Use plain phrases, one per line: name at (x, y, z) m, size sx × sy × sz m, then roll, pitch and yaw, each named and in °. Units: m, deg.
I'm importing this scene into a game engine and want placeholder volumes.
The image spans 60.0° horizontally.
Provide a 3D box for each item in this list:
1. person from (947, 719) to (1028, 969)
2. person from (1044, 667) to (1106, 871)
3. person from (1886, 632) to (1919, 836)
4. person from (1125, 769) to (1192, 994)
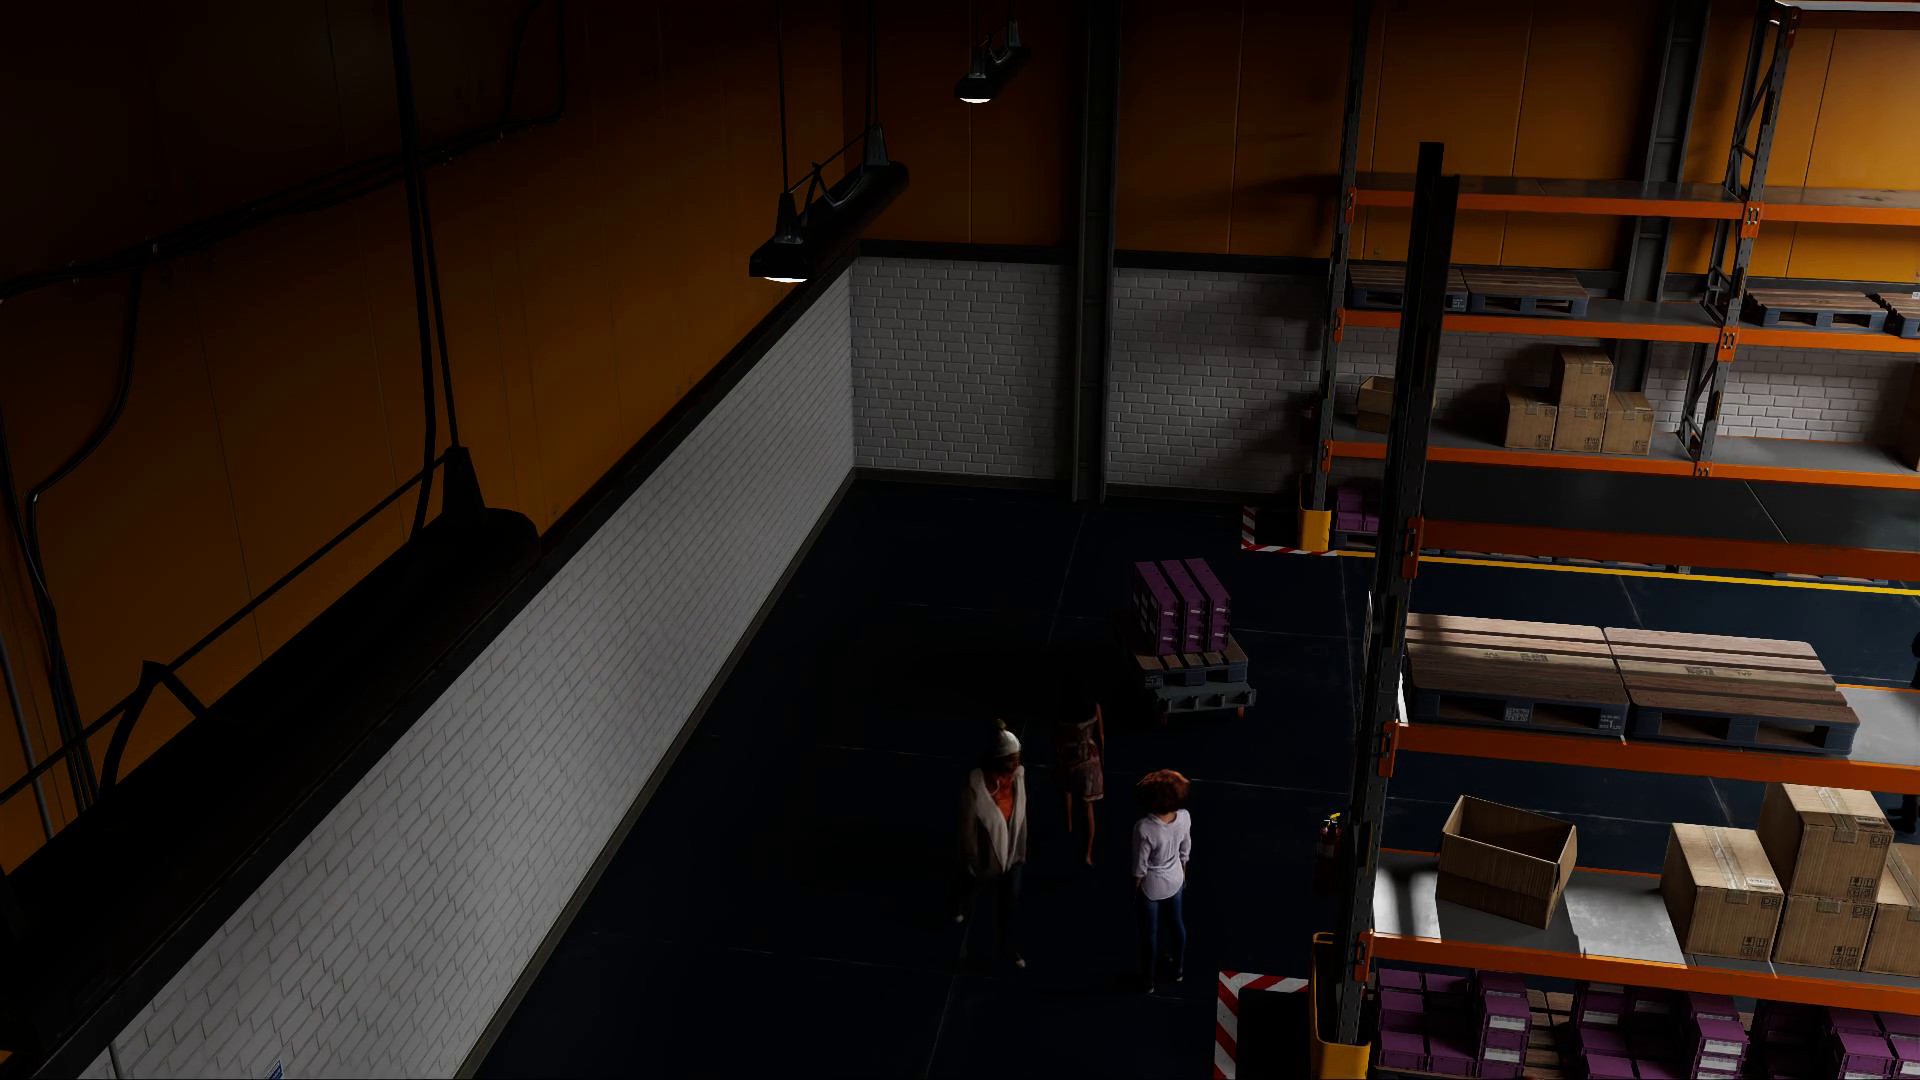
person at (0.185, 2.124, 12.025) m, size 1.212 × 1.858 × 1.183 m, roll -10°, pitch 26°, yaw -23°
person at (0.924, 1.809, 13.065) m, size 1.152 × 1.604 × 0.907 m, roll -2°, pitch 24°, yaw -5°
person at (7.788, 1.595, 13.335) m, size 0.763 × 1.780 × 0.761 m, roll 14°, pitch 27°, yaw 28°
person at (1.407, 2.373, 11.636) m, size 0.719 × 1.714 × 0.801 m, roll -11°, pitch 26°, yaw -24°
